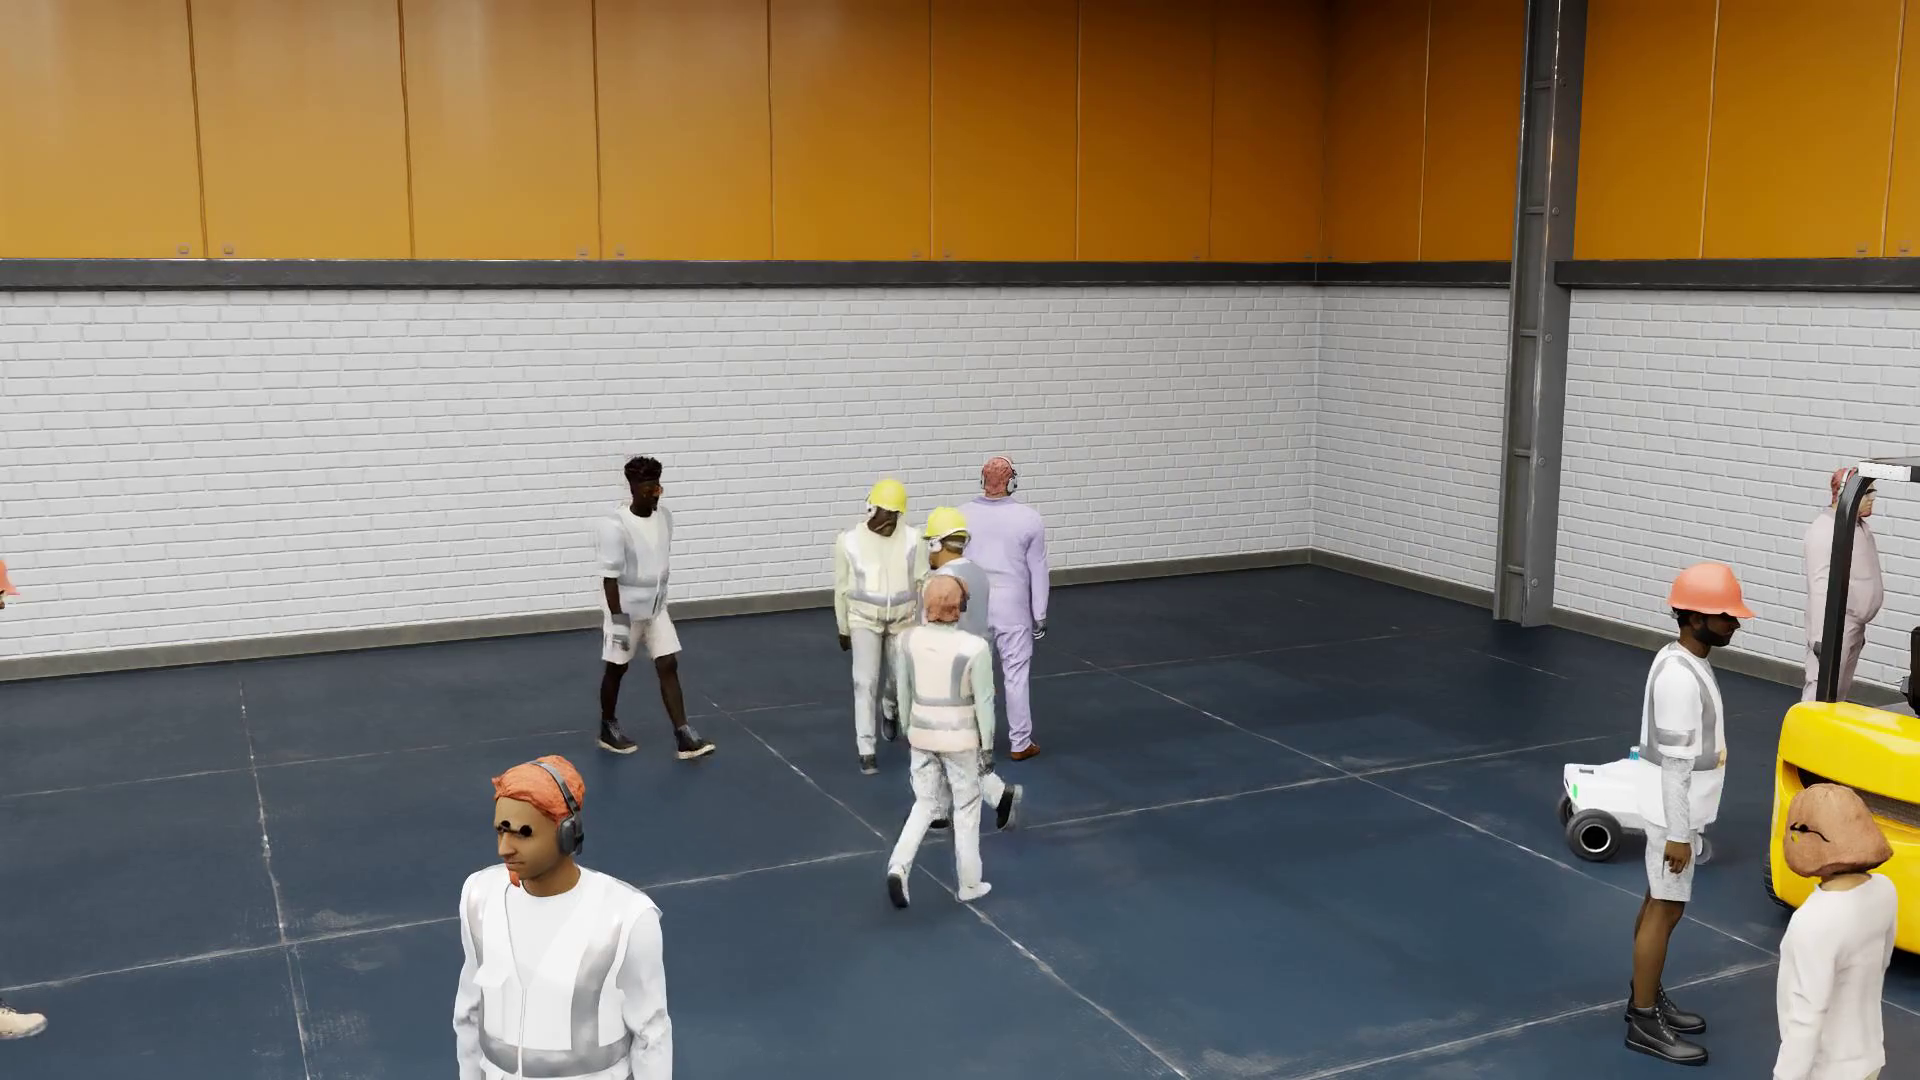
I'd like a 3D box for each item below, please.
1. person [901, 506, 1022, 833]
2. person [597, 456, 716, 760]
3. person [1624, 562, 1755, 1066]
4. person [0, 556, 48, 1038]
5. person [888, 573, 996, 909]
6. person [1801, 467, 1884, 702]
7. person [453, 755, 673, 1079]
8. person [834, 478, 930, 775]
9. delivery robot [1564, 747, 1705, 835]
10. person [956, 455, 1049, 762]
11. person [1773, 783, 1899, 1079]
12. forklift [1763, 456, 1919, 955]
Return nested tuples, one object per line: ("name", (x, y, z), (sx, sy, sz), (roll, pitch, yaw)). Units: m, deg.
("person", (0.013, 0.721, 8.846), (0.700, 1.799, 0.613), (4, 10, 25))
("person", (-1.936, 0.432, 10.270), (0.982, 1.909, 0.618), (7, 12, 37))
("person", (2.816, 1.038, 6.447), (0.373, 1.934, 0.551), (4, 10, 24))
("person", (-4.021, 1.005, 6.437), (0.808, 2.010, 0.628), (-2, 9, -12))
("person", (-0.097, 0.971, 7.878), (0.542, 1.620, 0.575), (5, 10, 29))
("person", (5.175, 0.519, 9.766), (0.407, 1.908, 0.642), (8, 12, 42))
("person", (-0.985, 1.443, 4.099), (0.585, 1.882, 0.337), (3, 10, 21))
("person", (-0.490, 0.489, 10.303), (0.605, 1.793, 0.729), (-2, 9, -15))
("delivery robot", (3.535, 1.322, 8.670), (0.707, 0.478, 0.477), (2, 9, 13))
("person", (0.241, 0.425, 10.345), (0.654, 1.906, 0.407), (3, 9, 15))
("person", (2.415, 1.478, 4.659), (0.497, 1.633, 0.278), (-7, 12, -38))
("forklift", (4.857, 0.731, 7.561), (2.313, 2.155, 1.214), (-4, 10, -25))
